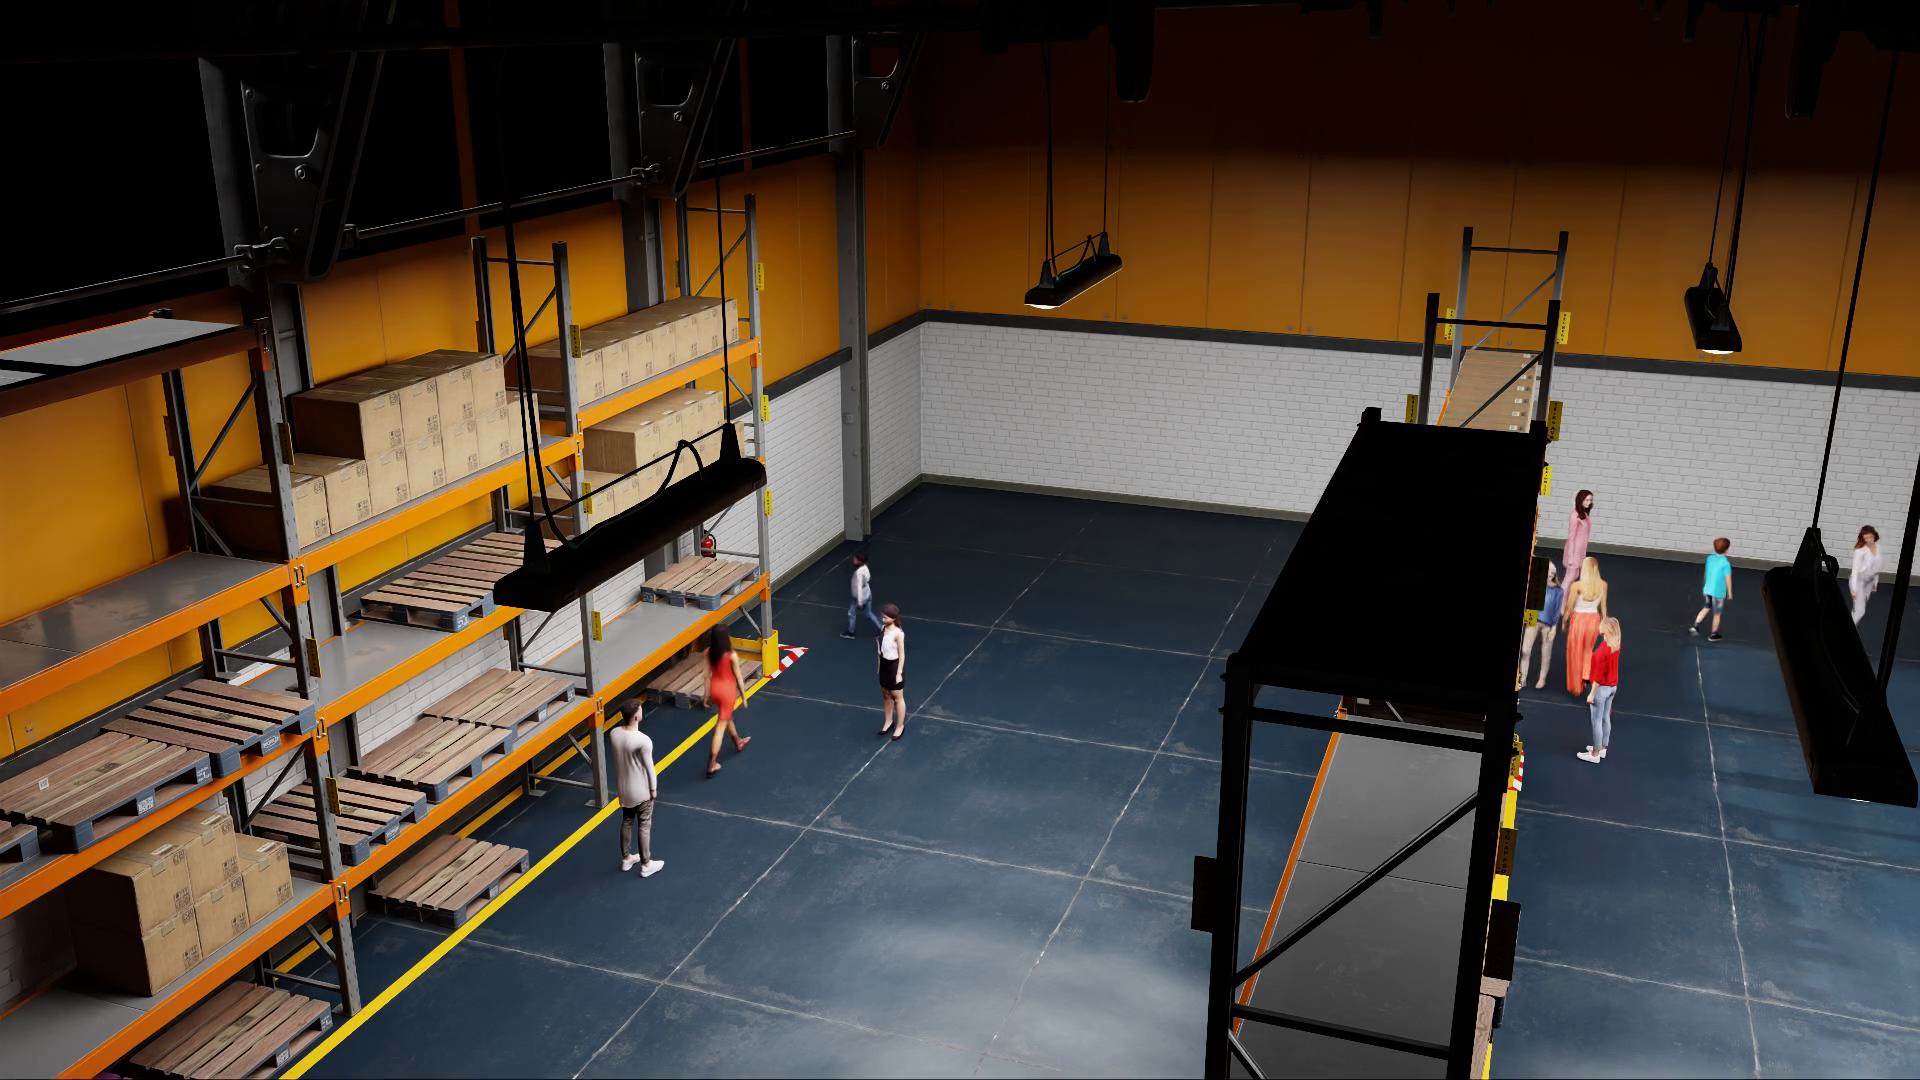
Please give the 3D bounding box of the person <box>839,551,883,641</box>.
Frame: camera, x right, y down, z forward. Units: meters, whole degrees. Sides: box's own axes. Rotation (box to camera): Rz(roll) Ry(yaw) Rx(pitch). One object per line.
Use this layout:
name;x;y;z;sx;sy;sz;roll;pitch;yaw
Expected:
person;-1.257;0.745;22.046;0.555;1.246;0.803;6;20;18

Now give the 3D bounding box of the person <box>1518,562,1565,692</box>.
person;7.208;1.039;20.492;0.744;1.679;0.874;13;23;34

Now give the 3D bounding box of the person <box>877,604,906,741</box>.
person;-0.784;1.502;19.160;0.645;1.652;0.631;-16;24;-39

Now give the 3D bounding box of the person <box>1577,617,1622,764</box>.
person;7.187;1.667;18.589;0.595;1.705;0.742;-18;25;-42

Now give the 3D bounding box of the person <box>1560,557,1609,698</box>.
person;7.598;1.094;20.163;0.787;1.785;0.838;0;19;0

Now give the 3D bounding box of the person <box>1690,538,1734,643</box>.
person;9.950;0.662;21.986;0.814;1.440;0.750;-9;21;-26

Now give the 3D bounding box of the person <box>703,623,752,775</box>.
person;-2.642;1.776;18.321;0.661;1.669;1.148;8;20;23

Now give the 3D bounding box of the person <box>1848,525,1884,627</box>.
person;11.741;0.624;21.626;0.682;1.742;0.755;-15;24;-37

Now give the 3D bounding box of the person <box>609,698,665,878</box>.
person;-3.173;2.395;16.218;0.696;1.838;0.598;10;21;28

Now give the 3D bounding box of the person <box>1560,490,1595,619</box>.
person;8.467;0.168;22.889;0.749;1.800;0.592;16;24;39
